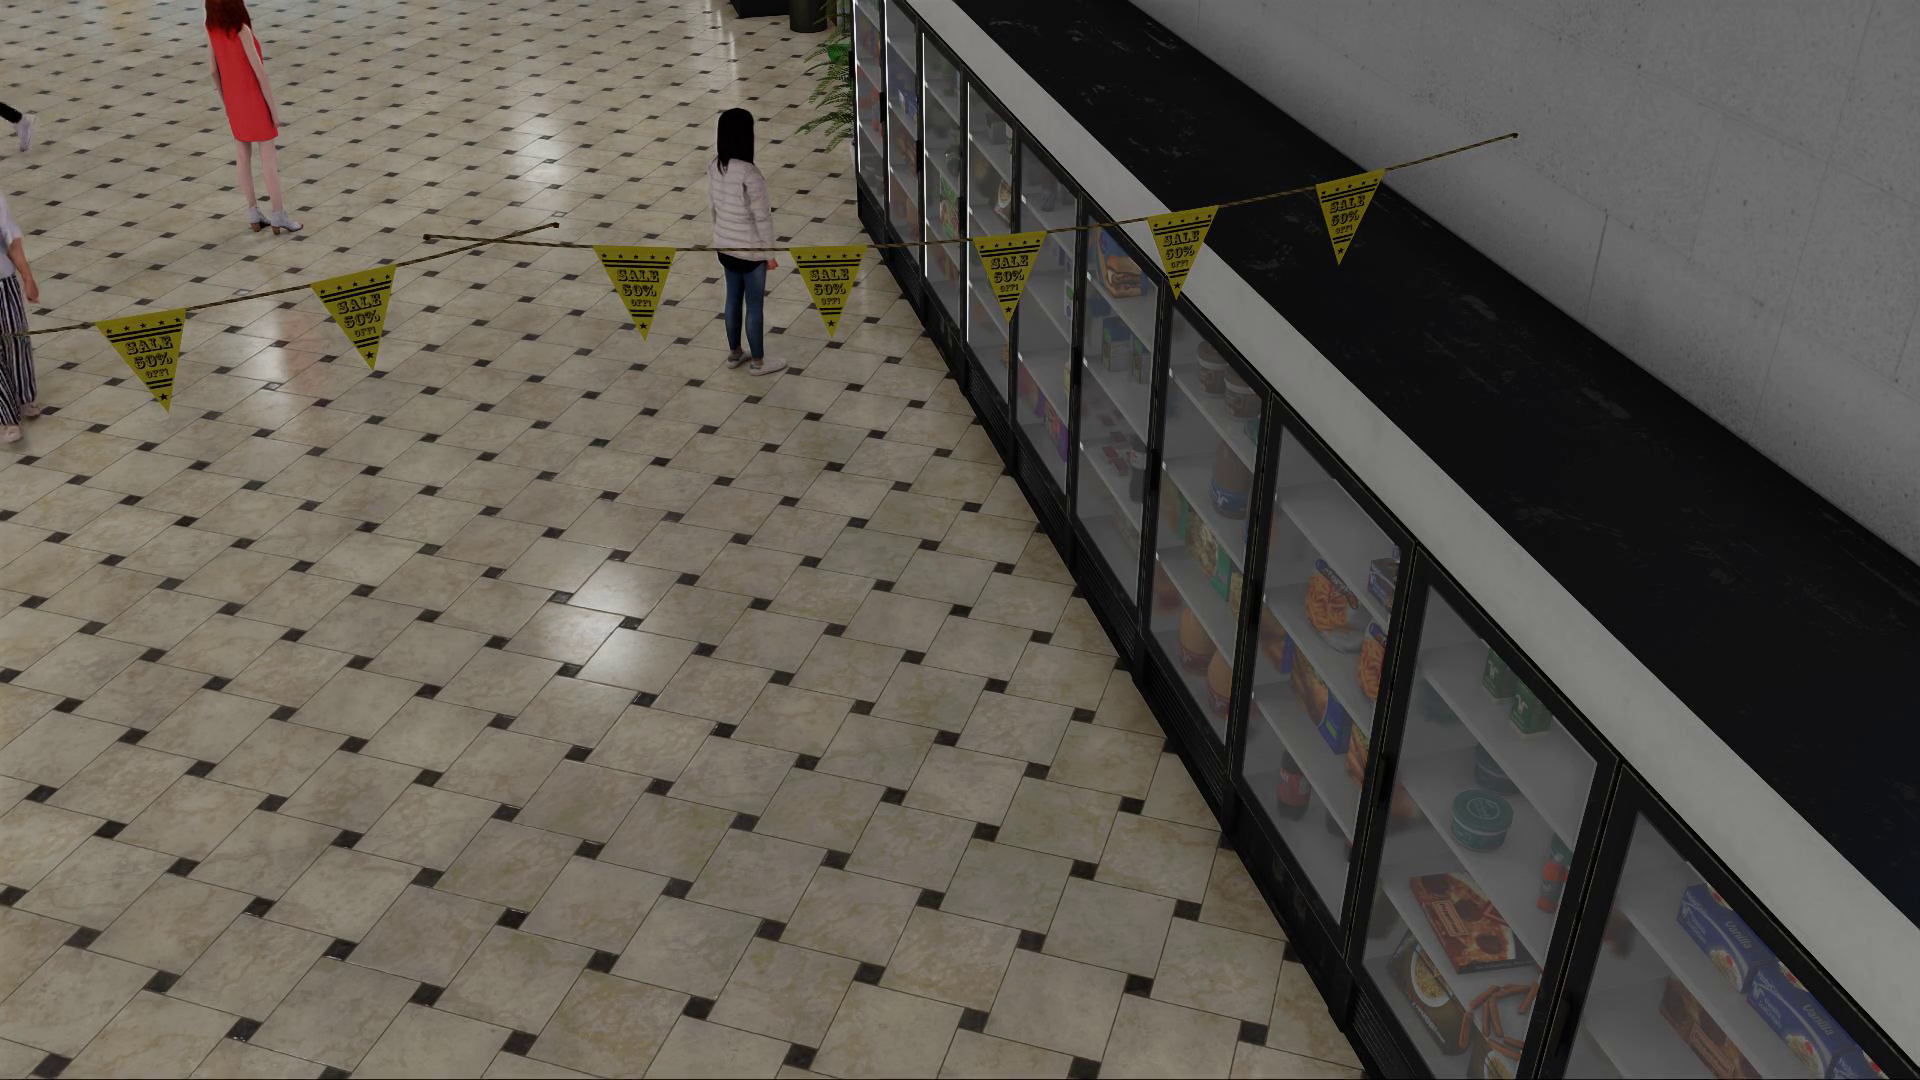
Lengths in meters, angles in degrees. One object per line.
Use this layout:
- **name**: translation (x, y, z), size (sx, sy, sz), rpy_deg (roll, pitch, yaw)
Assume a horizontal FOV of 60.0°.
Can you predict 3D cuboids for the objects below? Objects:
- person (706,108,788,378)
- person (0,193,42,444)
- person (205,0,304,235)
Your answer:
- **person**: translation (-1.300, -1.777, 9.954), size (0.708, 1.637, 0.737), rpy_deg (23, 39, 32)
- **person**: translation (-5.520, -1.432, 9.382), size (0.972, 1.657, 0.959), rpy_deg (-22, 38, -31)
- **person**: translation (-5.101, -3.094, 11.893), size (0.652, 1.826, 0.738), rpy_deg (13, 34, 20)
